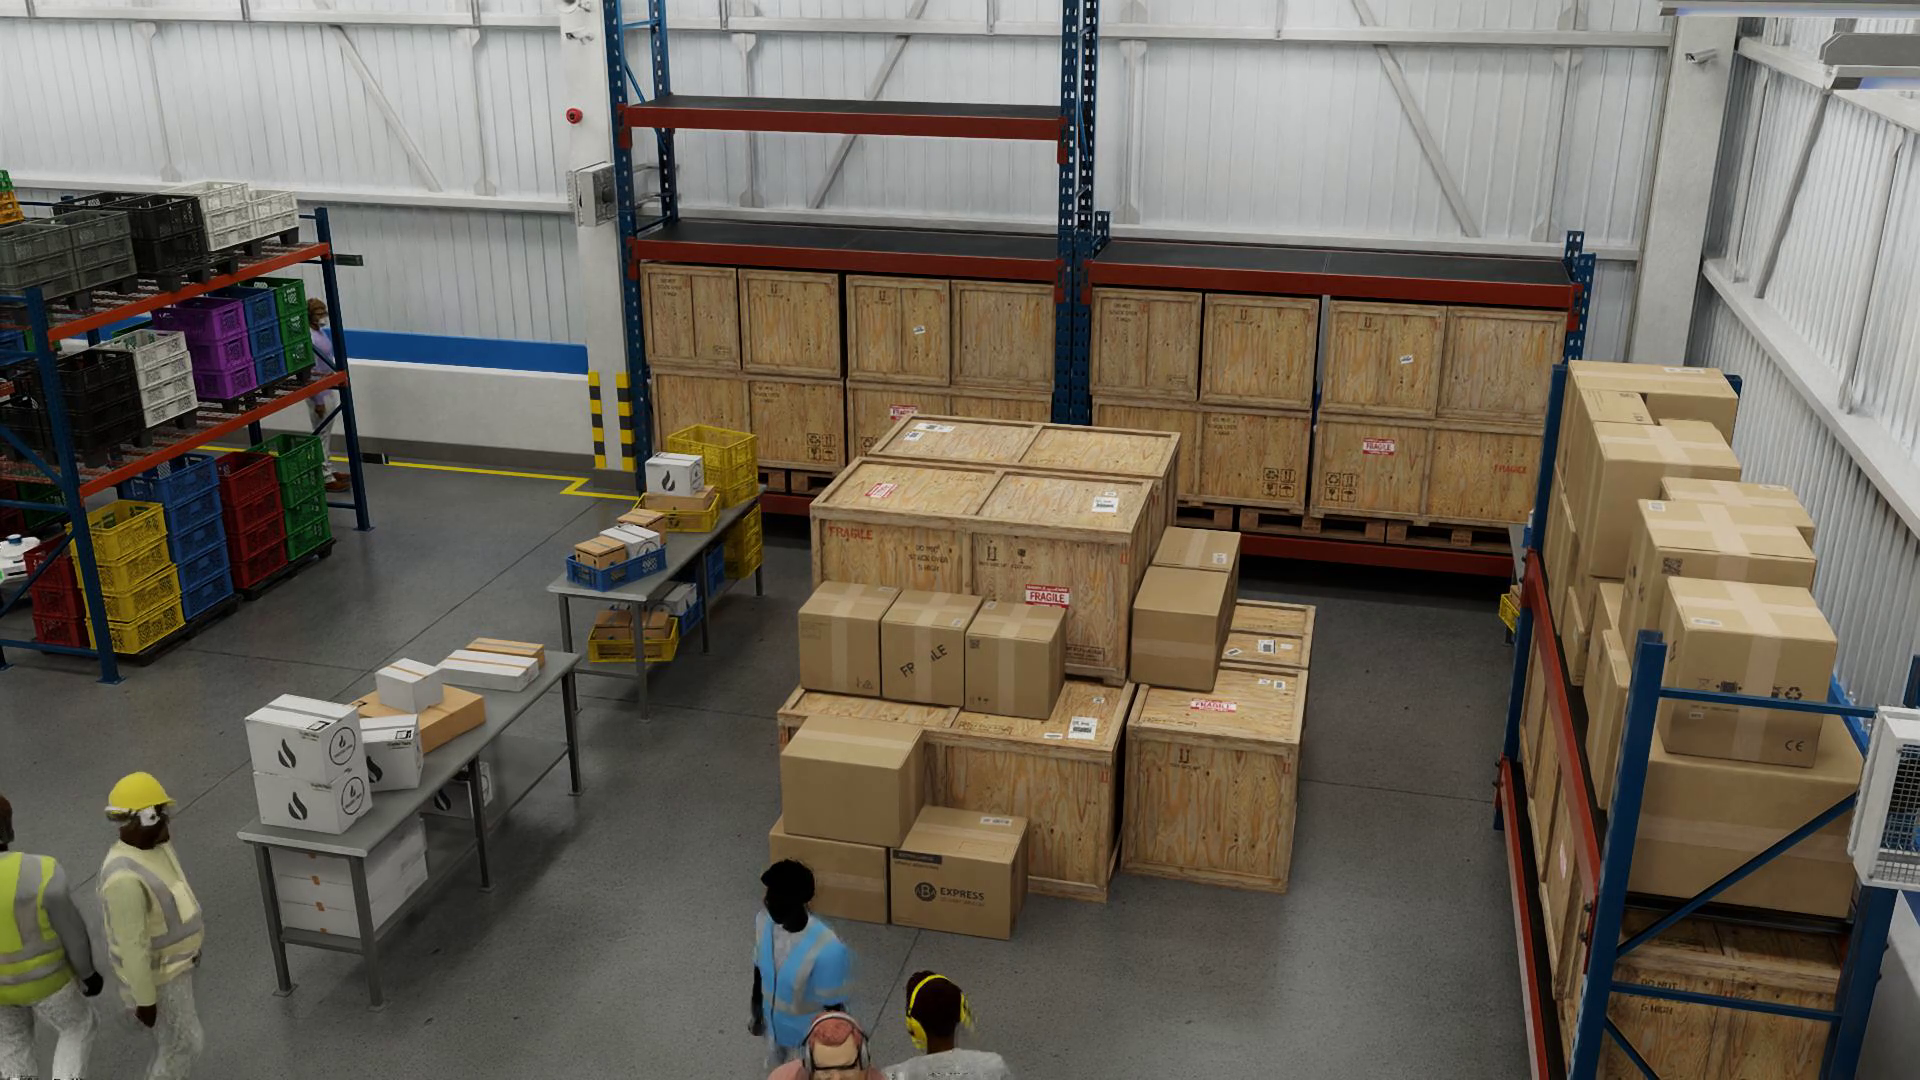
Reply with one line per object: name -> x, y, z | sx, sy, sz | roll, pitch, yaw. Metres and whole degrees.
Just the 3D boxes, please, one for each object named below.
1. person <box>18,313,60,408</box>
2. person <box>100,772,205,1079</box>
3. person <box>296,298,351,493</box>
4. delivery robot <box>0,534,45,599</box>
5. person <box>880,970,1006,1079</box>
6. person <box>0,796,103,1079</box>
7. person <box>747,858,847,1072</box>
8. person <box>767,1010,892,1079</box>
person -> -9.705, -1.791, 17.535 | 0.859, 1.843, 0.589 | 11, 24, 27
person -> -3.739, 1.968, 7.773 | 0.420, 1.785, 0.685 | -6, 22, -16
person -> -6.330, -1.444, 16.474 | 0.374, 1.934, 0.628 | -5, 21, -13
delivery robot -> -7.906, 0.190, 13.989 | 0.477, 0.478, 0.707 | -11, 23, -27
person -> -0.102, 2.458, 6.399 | 0.499, 1.843, 0.544 | -8, 22, -20
person -> -4.296, 2.007, 7.589 | 0.660, 1.828, 0.479 | -2, 21, -5
person -> -0.740, 2.167, 7.360 | 0.560, 1.683, 0.378 | 19, 28, 40
person -> -0.448, 2.543, 6.076 | 0.651, 1.910, 0.409 | 6, 22, 16
